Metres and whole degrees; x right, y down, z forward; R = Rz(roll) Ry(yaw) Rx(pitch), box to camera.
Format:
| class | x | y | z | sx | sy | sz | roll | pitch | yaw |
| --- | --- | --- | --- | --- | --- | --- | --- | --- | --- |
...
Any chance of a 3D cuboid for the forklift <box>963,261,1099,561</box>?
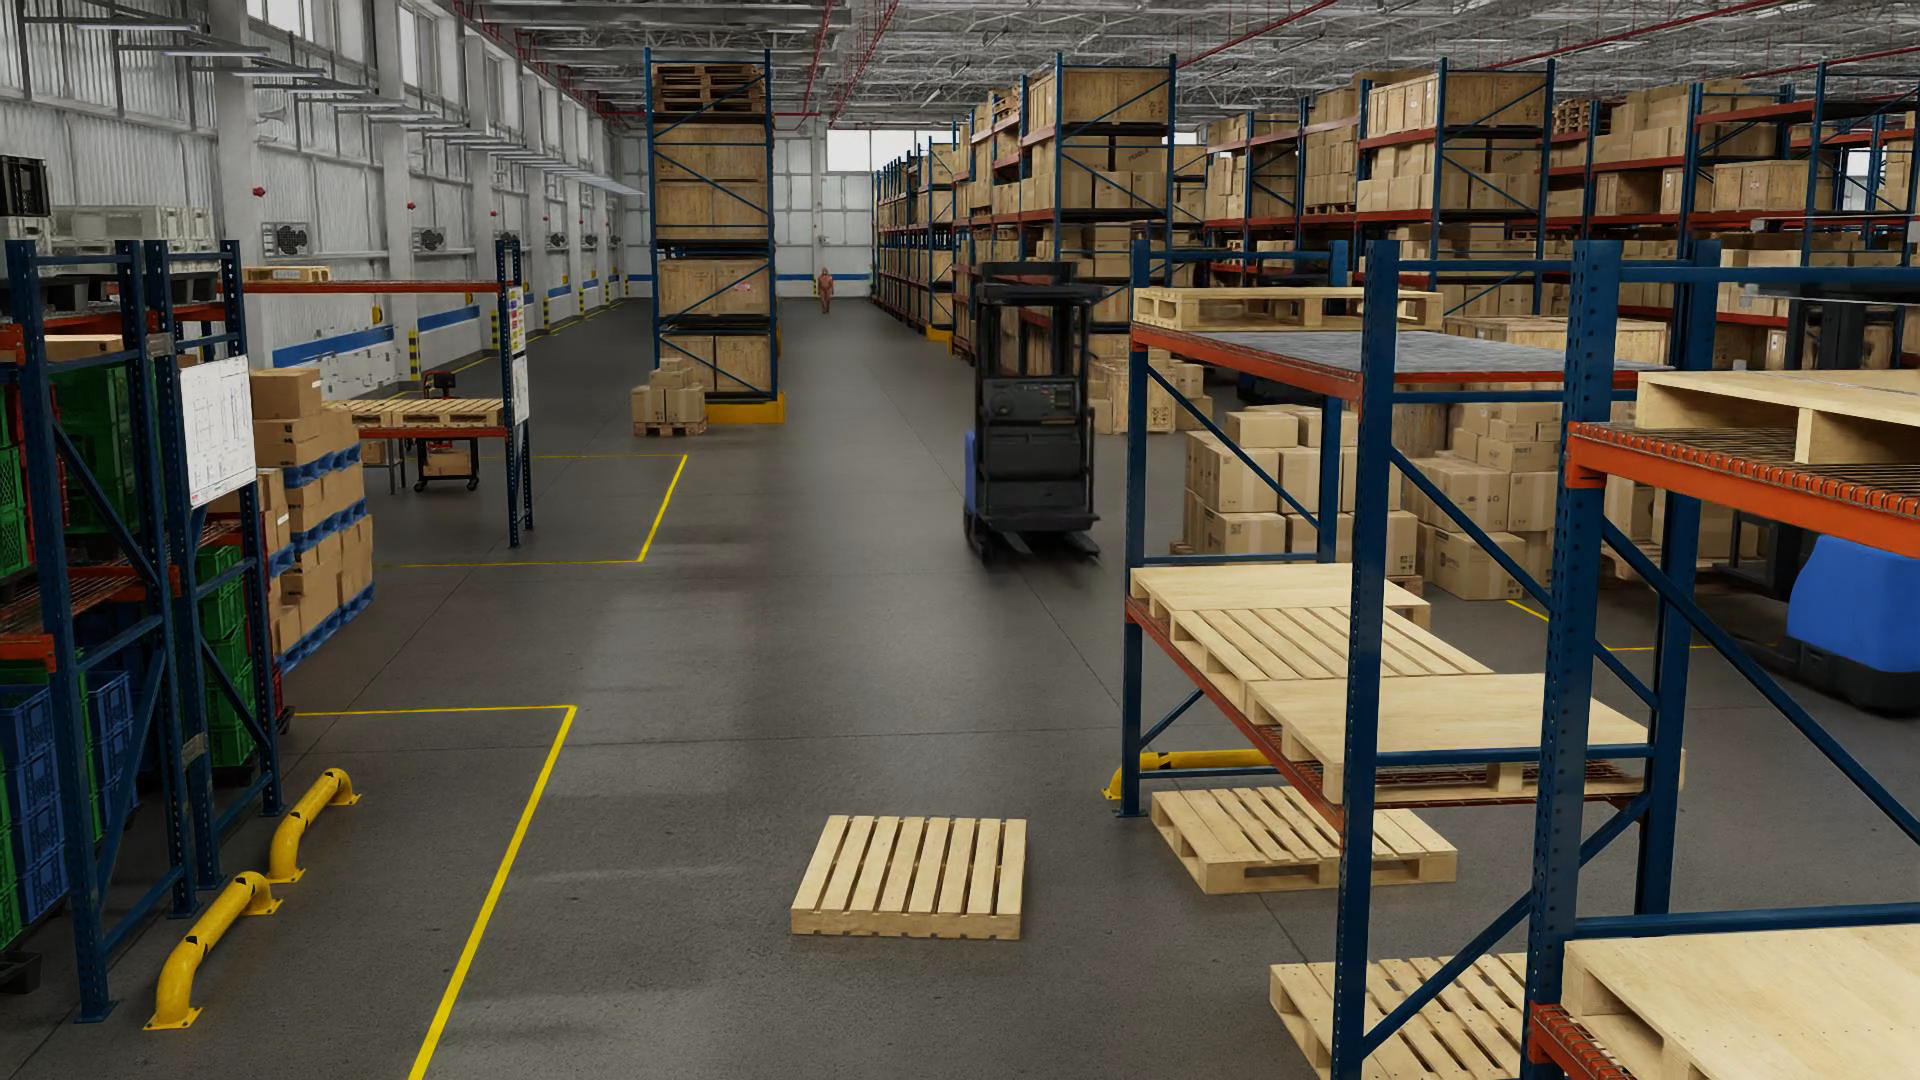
| class | x | y | z | sx | sy | sz | roll | pitch | yaw |
| --- | --- | --- | --- | --- | --- | --- | --- | --- | --- |
| forklift | 0.649 | -1.332 | 16.312 | 1.129 | 2.768 | 1.873 | -1 | 10 | -6 |

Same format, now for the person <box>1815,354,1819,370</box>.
| class | x | y | z | sx | sy | sz | roll | pitch | yaw |
| --- | --- | --- | --- | --- | --- | --- | --- | --- | --- |
| person | 12.653 | -2.281 | 24.270 | 0.384 | 1.911 | 0.594 | 8 | 13 | 36 |

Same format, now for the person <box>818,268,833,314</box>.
| class | x | y | z | sx | sy | sz | roll | pitch | yaw |
| --- | --- | --- | --- | --- | --- | --- | --- | --- | --- |
| person | -5.579 | -10.336 | 68.974 | 0.653 | 1.887 | 0.750 | -1 | 10 | -6 |

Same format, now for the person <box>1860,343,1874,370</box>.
| class | x | y | z | sx | sy | sz | roll | pitch | yaw |
| --- | --- | --- | --- | --- | --- | --- | --- | --- | --- |
| person | 12.792 | -2.016 | 23.695 | 0.873 | 1.588 | 0.521 | 1 | 10 | 6 |

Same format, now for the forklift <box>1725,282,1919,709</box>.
| class | x | y | z | sx | sy | sz | roll | pitch | yaw |
| --- | --- | --- | --- | --- | --- | --- | --- | --- | --- |
| forklift | 6.242 | -0.419 | 11.257 | 1.129 | 2.768 | 1.873 | -1 | 10 | -6 |

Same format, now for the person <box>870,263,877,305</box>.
| class | x | y | z | sx | sy | sz | roll | pitch | yaw |
| --- | --- | --- | --- | --- | --- | --- | --- | --- | --- |
| person | -3.955 | -12.073 | 78.367 | 0.673 | 1.962 | 0.647 | -4 | 11 | -20 |

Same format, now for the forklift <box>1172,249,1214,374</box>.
| class | x | y | z | sx | sy | sz | roll | pitch | yaw |
| --- | --- | --- | --- | --- | --- | --- | --- | --- | --- |
| forklift | 5.034 | -5.220 | 37.856 | 1.129 | 2.768 | 1.873 | -1 | 10 | -6 |

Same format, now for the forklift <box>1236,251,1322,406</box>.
| class | x | y | z | sx | sy | sz | roll | pitch | yaw |
| --- | --- | --- | --- | --- | --- | --- | --- | --- | --- |
| forklift | 5.856 | -3.895 | 30.515 | 1.129 | 2.768 | 1.873 | -1 | 10 | -6 |

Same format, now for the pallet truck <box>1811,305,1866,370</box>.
| class | x | y | z | sx | sy | sz | roll | pitch | yaw |
| --- | --- | --- | --- | --- | --- | --- | --- | --- | --- |
| pallet truck | 15.846 | -3.142 | 28.793 | 1.885 | 1.965 | 0.823 | 2 | 10 | 12 |
